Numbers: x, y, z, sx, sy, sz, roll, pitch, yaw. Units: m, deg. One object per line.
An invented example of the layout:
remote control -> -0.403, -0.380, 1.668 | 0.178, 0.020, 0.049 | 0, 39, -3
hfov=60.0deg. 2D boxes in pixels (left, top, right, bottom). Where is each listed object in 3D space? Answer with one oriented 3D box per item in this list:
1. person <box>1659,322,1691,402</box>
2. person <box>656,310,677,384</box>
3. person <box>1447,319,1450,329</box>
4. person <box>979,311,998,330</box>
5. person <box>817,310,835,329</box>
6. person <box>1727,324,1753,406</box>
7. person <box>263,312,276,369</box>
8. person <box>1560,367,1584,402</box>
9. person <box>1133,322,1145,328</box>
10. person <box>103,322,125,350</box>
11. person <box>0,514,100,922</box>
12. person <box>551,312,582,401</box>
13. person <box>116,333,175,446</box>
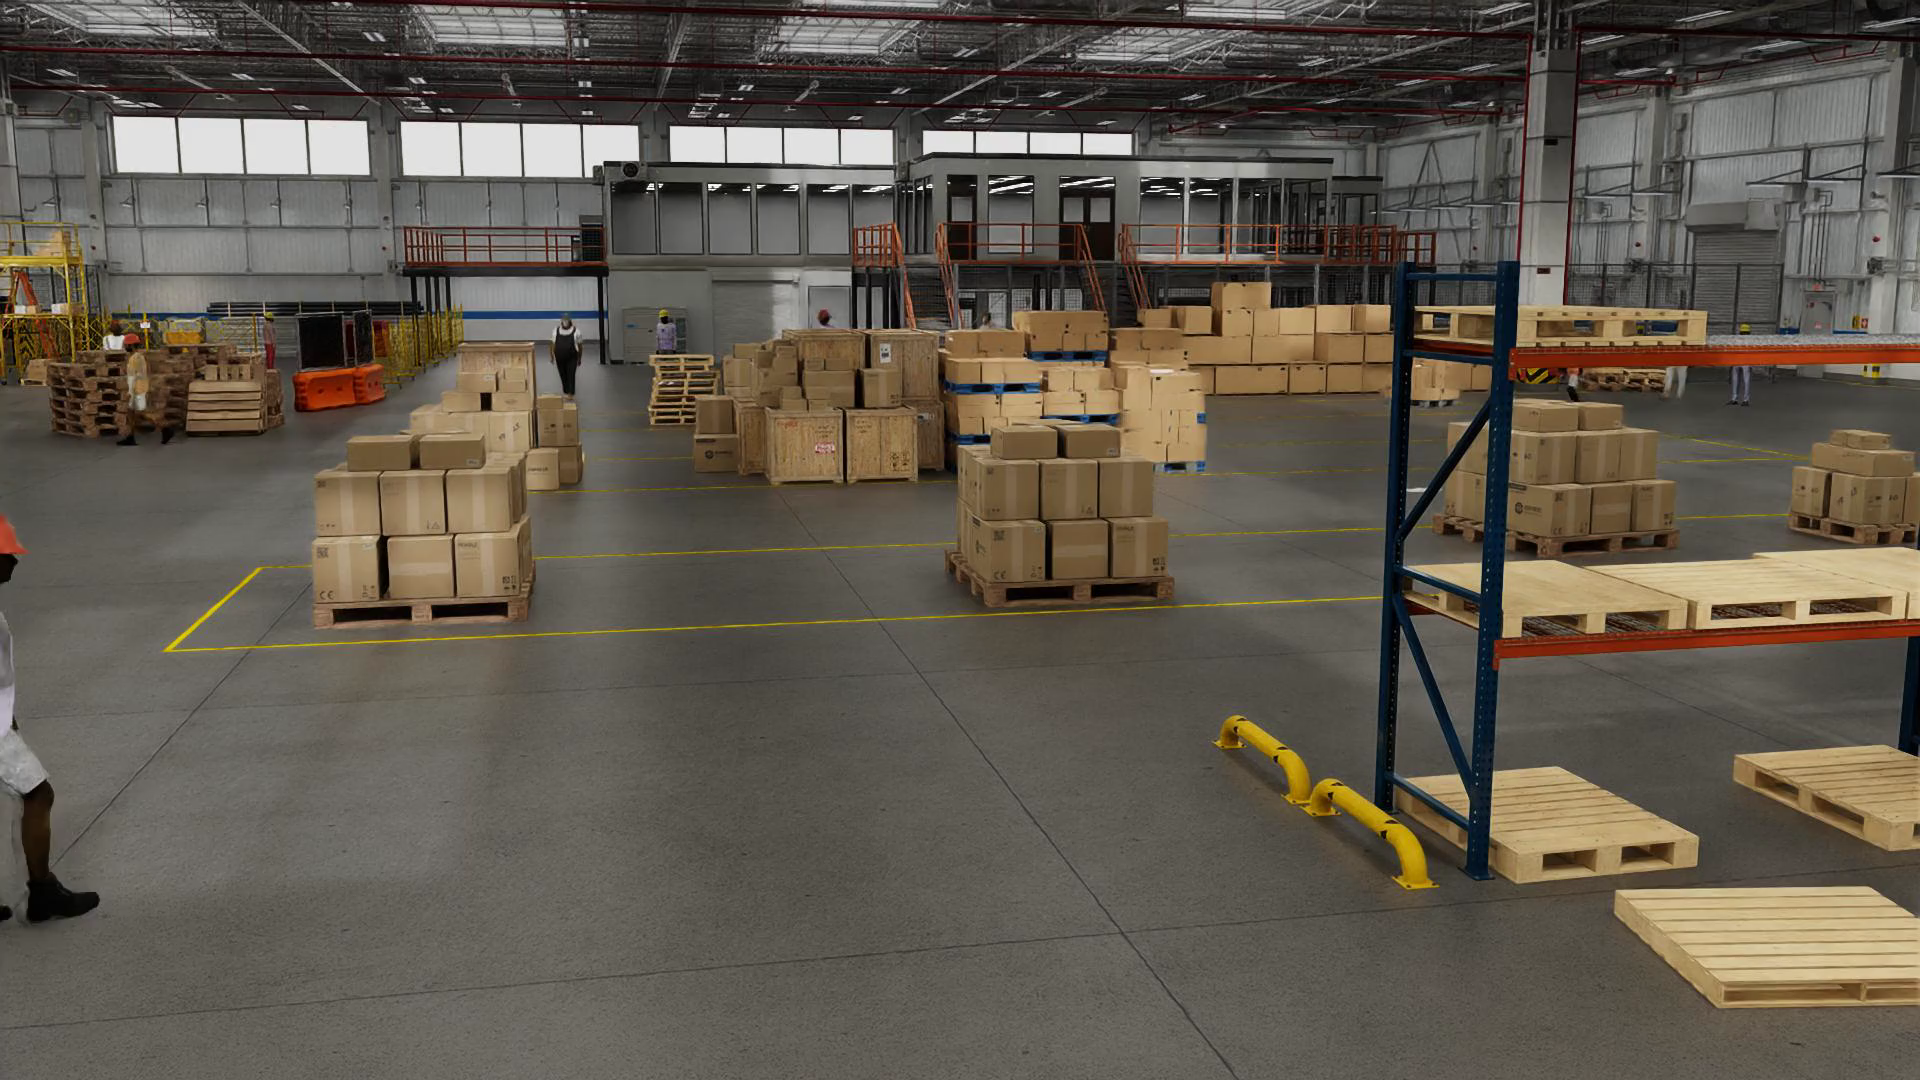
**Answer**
person -> 15.989, -3.980, 37.106 | 0.657, 1.814, 0.771 | 9, 13, 44
person -> -7.504, -4.905, 42.426 | 0.594, 1.922, 0.375 | 4, 10, 23
person -> 13.572, -5.455, 45.741 | 0.399, 1.939, 0.602 | -4, 10, -24
person -> 0.651, -4.620, 40.680 | 0.442, 1.925, 0.657 | -7, 12, -36
person -> -3.114, -4.281, 38.336 | 0.422, 2.028, 0.612 | 8, 12, 39
person -> 17.036, -3.811, 36.232 | 0.297, 1.772, 0.533 | -6, 11, -33
person -> -19.042, -5.405, 45.961 | 0.533, 1.767, 0.324 | 9, 13, 44
person -> 12.359, -3.318, 33.550 | 0.435, 1.669, 0.549 | -1, 9, -5
person -> 3.762, -3.714, 35.366 | 0.532, 1.859, 0.563 | -1, 9, -4
person -> -18.316, -3.834, 36.216 | 0.583, 1.837, 0.999 | -2, 9, -9
person -> -4.351, 0.823, 7.578 | 0.568, 1.909, 0.771 | 9, 13, 42
person -> -8.912, -4.187, 37.700 | 0.683, 2.000, 0.982 | 0, 9, 0
person -> -13.770, -2.533, 28.024 | 0.881, 1.911, 0.546 | -3, 10, -18
